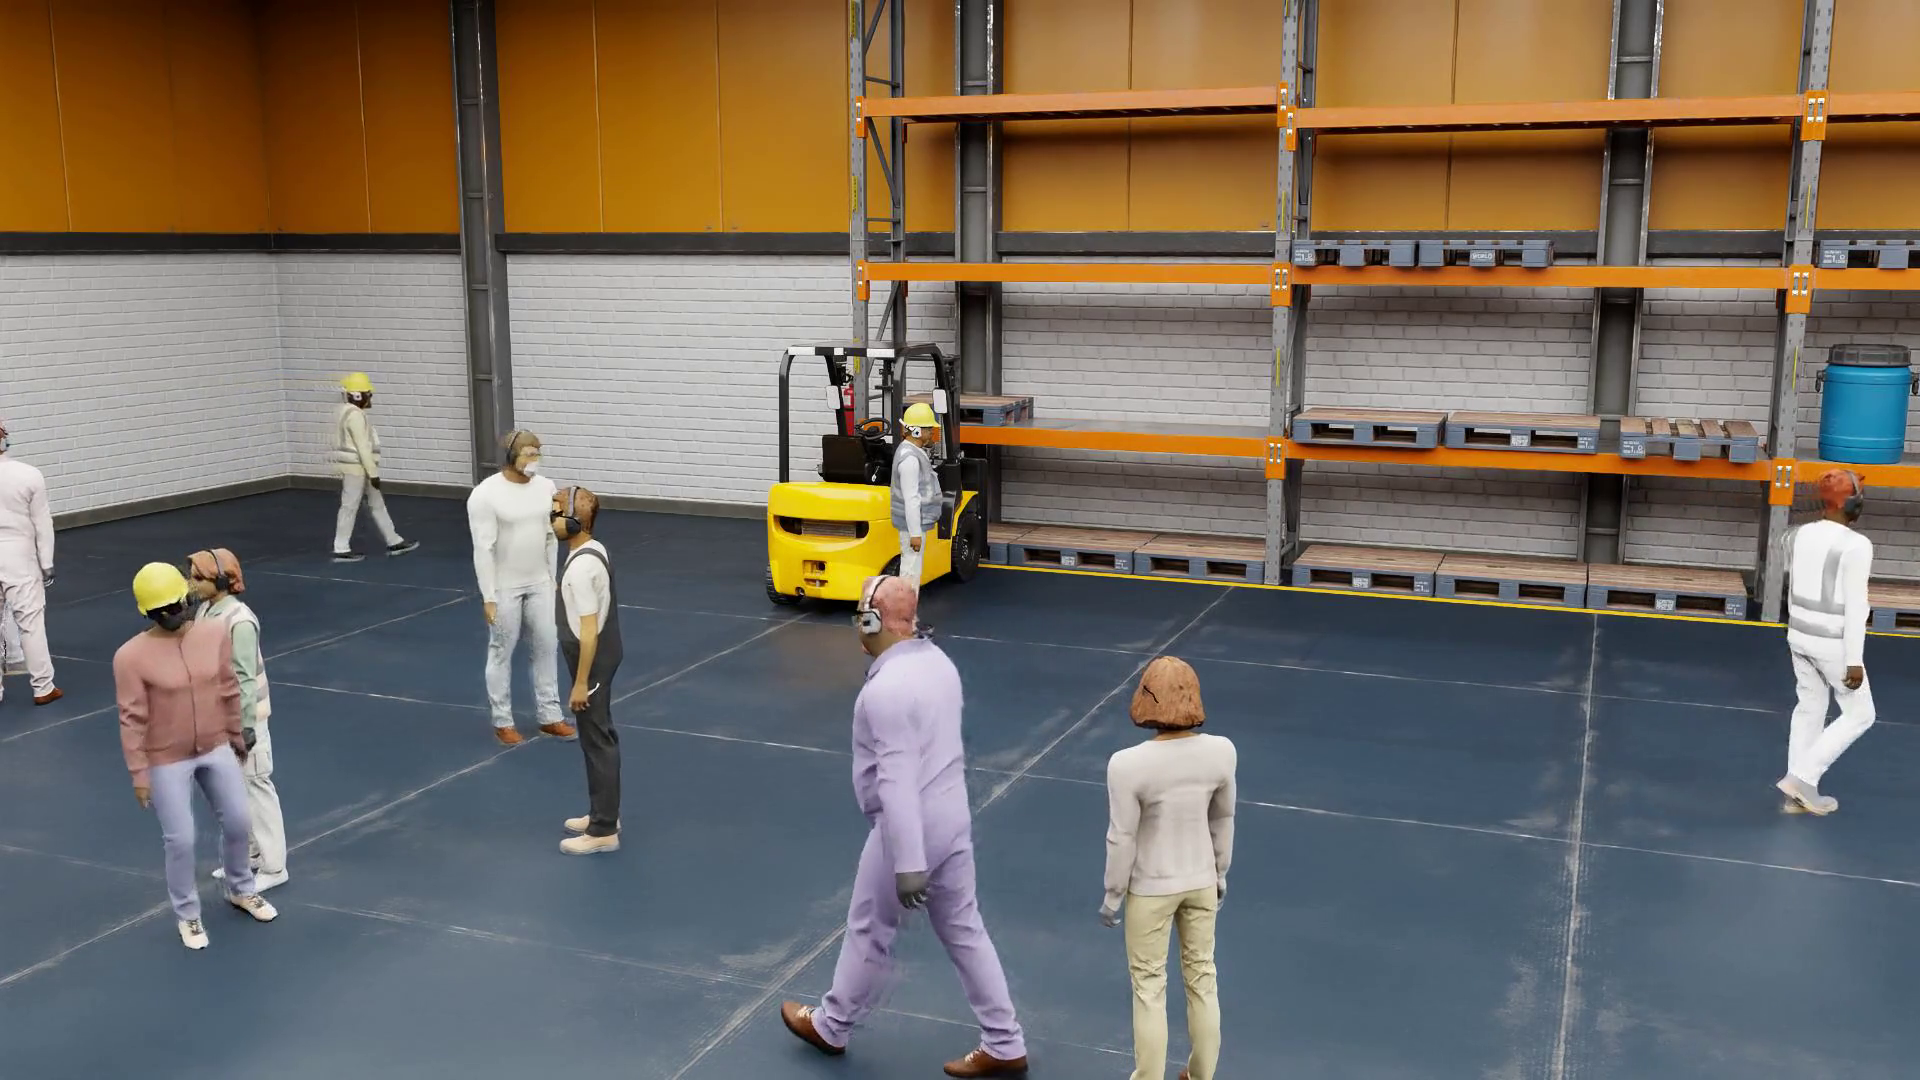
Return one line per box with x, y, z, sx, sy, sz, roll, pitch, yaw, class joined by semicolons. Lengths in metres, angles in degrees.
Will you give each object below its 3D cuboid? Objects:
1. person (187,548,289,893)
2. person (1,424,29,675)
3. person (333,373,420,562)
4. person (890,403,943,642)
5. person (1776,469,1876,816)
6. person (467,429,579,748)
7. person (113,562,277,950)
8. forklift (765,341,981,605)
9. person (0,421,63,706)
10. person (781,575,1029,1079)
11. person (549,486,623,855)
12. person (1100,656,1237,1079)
-3.405;0.839;7.799;0.320;1.629;0.516;-10;14;-43;person
-6.805;0.085;11.402;0.833;1.852;0.638;-8;13;-36;person
-5.597;-0.688;15.832;0.883;1.790;0.612;-4;11;-23;person
-0.330;-0.132;12.661;0.403;1.823;0.590;0;10;0;person
4.560;0.553;8.723;0.415;1.865;0.600;-2;10;-9;person
-2.589;0.308;9.951;0.660;1.922;0.662;9;13;40;person
-3.284;0.916;7.087;0.422;1.723;0.584;7;12;35;person
-0.739;-0.602;14.246;1.214;2.155;2.313;4;11;21;forklift
-6.238;0.155;10.830;0.640;1.910;0.401;-3;11;-19;person
-0.198;1.049;6.049;1.001;1.833;0.715;4;11;22;person
-1.860;0.643;8.279;0.351;1.846;0.506;-1;10;-4;person
0.717;1.204;5.746;0.497;1.633;0.284;-4;11;-23;person
